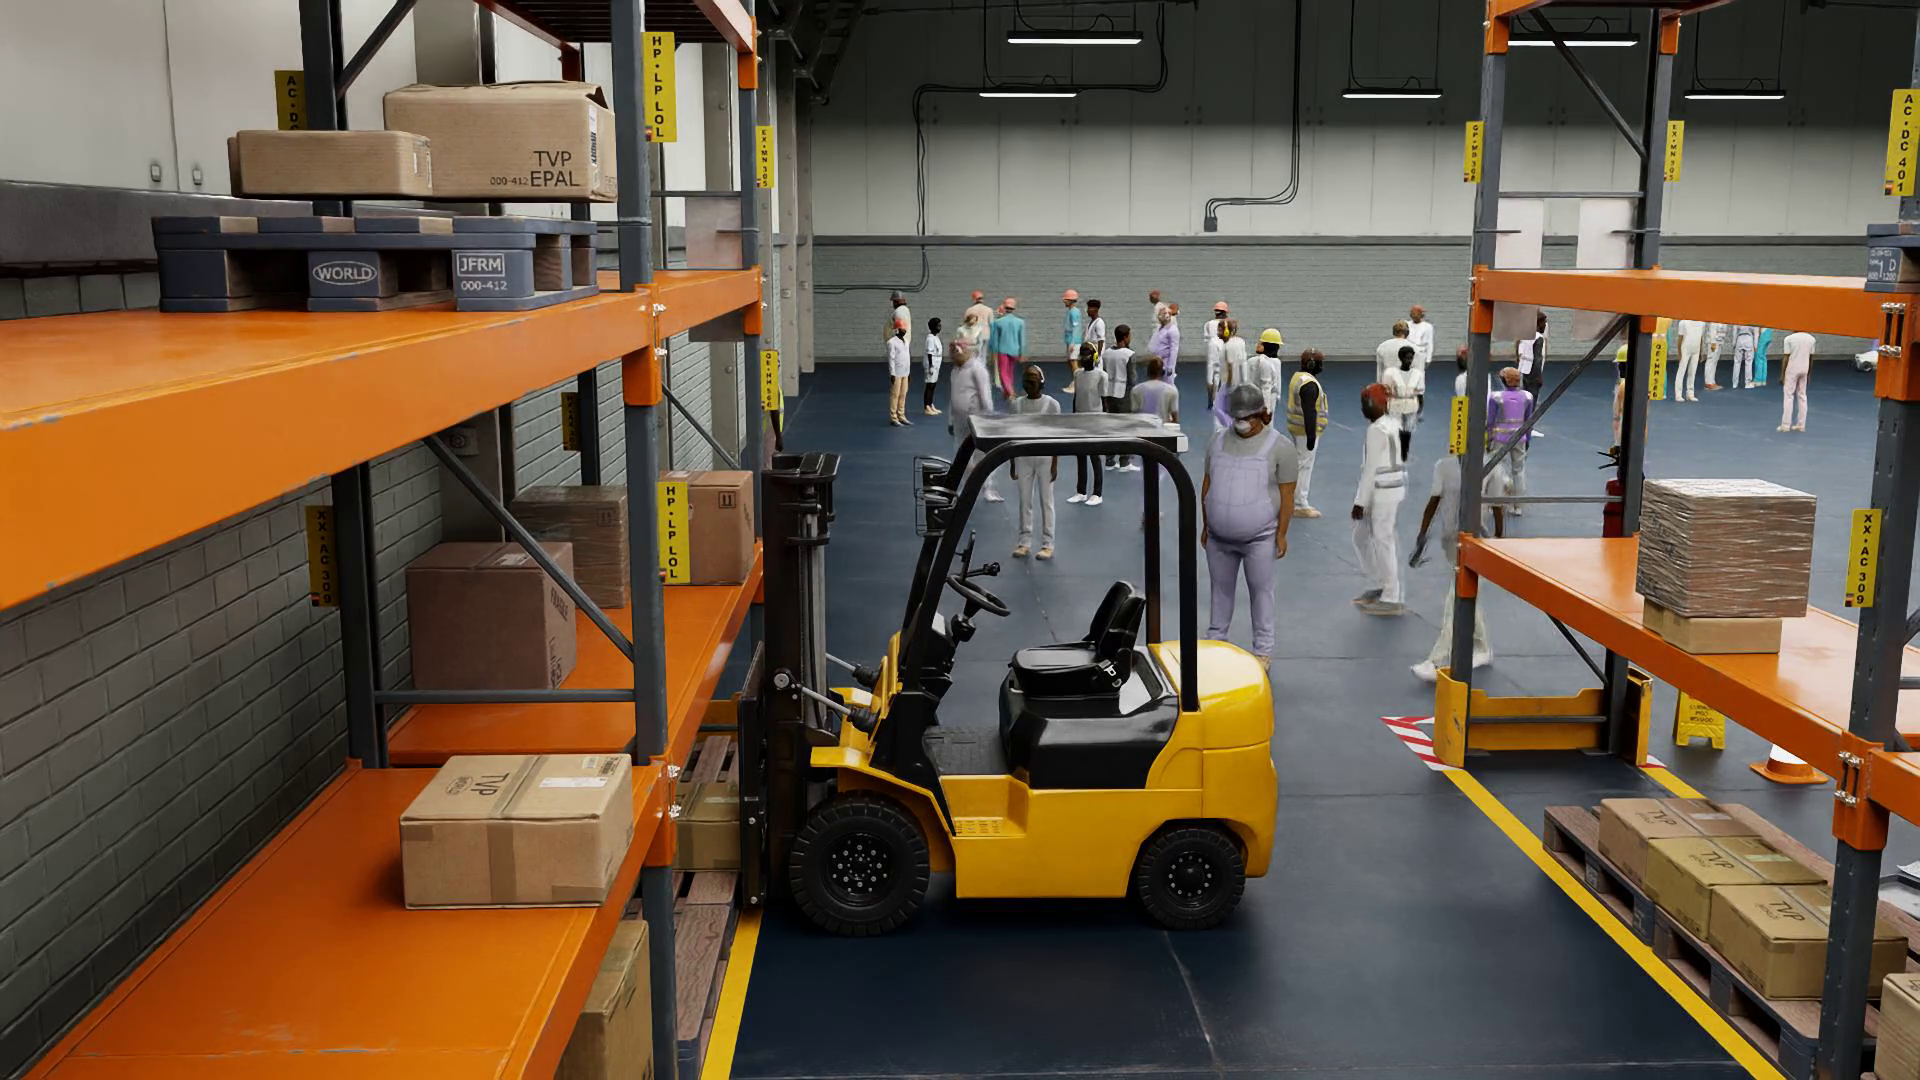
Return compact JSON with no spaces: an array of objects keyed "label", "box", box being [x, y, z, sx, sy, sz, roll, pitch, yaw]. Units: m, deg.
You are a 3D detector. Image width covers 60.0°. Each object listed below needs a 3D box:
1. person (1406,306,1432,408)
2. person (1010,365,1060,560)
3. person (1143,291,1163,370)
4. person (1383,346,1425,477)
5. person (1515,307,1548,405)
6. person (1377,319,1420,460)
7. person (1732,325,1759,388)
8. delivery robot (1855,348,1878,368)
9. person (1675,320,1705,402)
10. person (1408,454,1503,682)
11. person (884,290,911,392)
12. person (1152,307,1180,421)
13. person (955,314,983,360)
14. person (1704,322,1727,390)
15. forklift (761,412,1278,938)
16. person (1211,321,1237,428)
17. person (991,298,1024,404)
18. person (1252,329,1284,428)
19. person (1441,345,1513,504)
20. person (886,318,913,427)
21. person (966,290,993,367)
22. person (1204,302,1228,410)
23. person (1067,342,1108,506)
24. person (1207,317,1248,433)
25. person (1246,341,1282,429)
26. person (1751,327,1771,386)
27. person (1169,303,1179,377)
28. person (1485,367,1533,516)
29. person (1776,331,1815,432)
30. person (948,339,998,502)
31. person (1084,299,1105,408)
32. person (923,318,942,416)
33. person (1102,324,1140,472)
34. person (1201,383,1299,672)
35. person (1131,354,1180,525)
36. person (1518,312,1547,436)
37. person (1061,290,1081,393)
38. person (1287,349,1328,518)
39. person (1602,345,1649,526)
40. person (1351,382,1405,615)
[{"label":"person","box":[8.057,-3.221,29.547,0.606,1.839,0.941,6,12,32]},{"label":"person","box":[0.702,-0.730,15.713,0.501,1.839,0.342,4,11,22]},{"label":"person","box":[4.537,-4.835,38.520,0.747,1.842,0.694,3,11,15]},{"label":"person","box":[5.617,-1.621,21.048,0.548,1.680,0.422,-1,10,-5]},{"label":"person","box":[10.435,-3.376,30.456,0.562,1.835,0.400,7,13,35]},{"label":"person","box":[5.985,-2.046,22.771,0.627,1.933,0.367,10,14,43]},{"label":"person","box":[16.129,-3.996,34.150,0.494,1.743,0.307,9,14,41]},{"label":"delivery robot","box":[20.878,-4.142,38.010,0.707,0.478,0.477,1,10,4]},{"label":"person","box":[13.641,-3.488,31.057,0.507,1.838,0.351,-1,10,-8]},{"label":"person","box":[3.417,0.051,11.408,0.996,1.816,0.502,-8,13,-37]},{"label":"person","box":[-1.247,-3.947,33.048,0.535,2.000,0.684,2,10,10]},{"label":"person","box":[3.391,-2.921,27.703,0.406,1.910,0.639,-3,11,-16]},{"label":"person","box":[0.132,-3.532,31.955,0.600,1.604,0.465,-2,10,-9]},{"label":"person","box":[15.313,-4.012,33.668,0.400,1.949,0.605,7,13,36]},{"label":"forklift","box":[0.291,0.548,7.580,2.313,2.155,1.214,0,10,-2]},{"label":"person","box":[3.839,-2.252,24.144,0.366,1.850,0.526,2,10,14]},{"label":"person","box":[0.899,-3.487,30.744,0.626,1.955,0.912,-3,11,-17]},{"label":"person","box":[3.773,-1.640,20.516,0.382,1.923,0.593,1,10,4]},{"label":"person","box":[5.860,-1.262,18.681,0.586,1.847,0.815,-9,13,-40]},{"label":"person","box":[-0.966,-2.723,27.030,0.330,1.751,0.563,6,12,29]},{"label":"person","box":[0.448,-4.380,35.719,0.632,1.963,0.859,-3,11,-15]},{"label":"person","box":[4.608,-3.264,29.559,0.543,1.928,0.374,7,13,36]},{"label":"person","box":[1.455,-1.324,18.955,0.329,1.861,0.511,-10,14,-44]},{"label":"person","box":[4.007,-2.376,24.775,0.595,1.860,0.627,-3,11,-18]},{"label":"person","box":[4.312,-2.052,23.625,0.507,1.633,0.278,4,11,22]},{"label":"person","box":[16.638,-4.109,34.539,0.516,1.835,0.357,-10,14,-43]},{"label":"person","box":[4.714,-4.438,36.943,0.282,1.626,0.500,2,10,10]},{"label":"person","box":[5.985,-1.068,18.157,0.514,1.634,0.313,-1,10,-3]},{"label":"person","box":[13.144,-2.601,26.135,0.501,1.839,0.341,-2,10,-9]},{"label":"person","box":[0.132,-1.376,19.245,0.397,1.868,0.806,-7,13,-36]},{"label":"person","box":[2.417,-3.357,29.970,0.361,1.965,0.612,-2,10,-12]},{"label":"person","box":[-0.473,-2.993,28.719,0.322,1.691,0.532,2,10,10]},{"label":"person","box":[2.085,-1.849,21.701,0.392,1.919,0.591,-9,13,-40]},{"label":"person","box":[1.964,-0.093,11.576,0.676,2.000,0.536,6,12,30]},{"label":"person","box":[2.033,-1.043,17.511,0.520,1.825,0.850,4,11,22]},{"label":"person","box":[8.819,-2.550,25.637,0.397,1.911,0.588,0,10,0]},{"label":"person","box":[2.178,-3.908,32.860,0.418,2.039,0.634,0,10,0]},{"label":"person","box":[3.785,-1.163,18.121,0.429,1.838,0.623,0,10,0]},{"label":"person","box":[6.950,-1.071,17.349,0.385,1.922,0.594,9,14,41]},{"label":"person","box":[3.374,-0.336,13.450,0.549,1.859,0.574,4,11,20]}]
